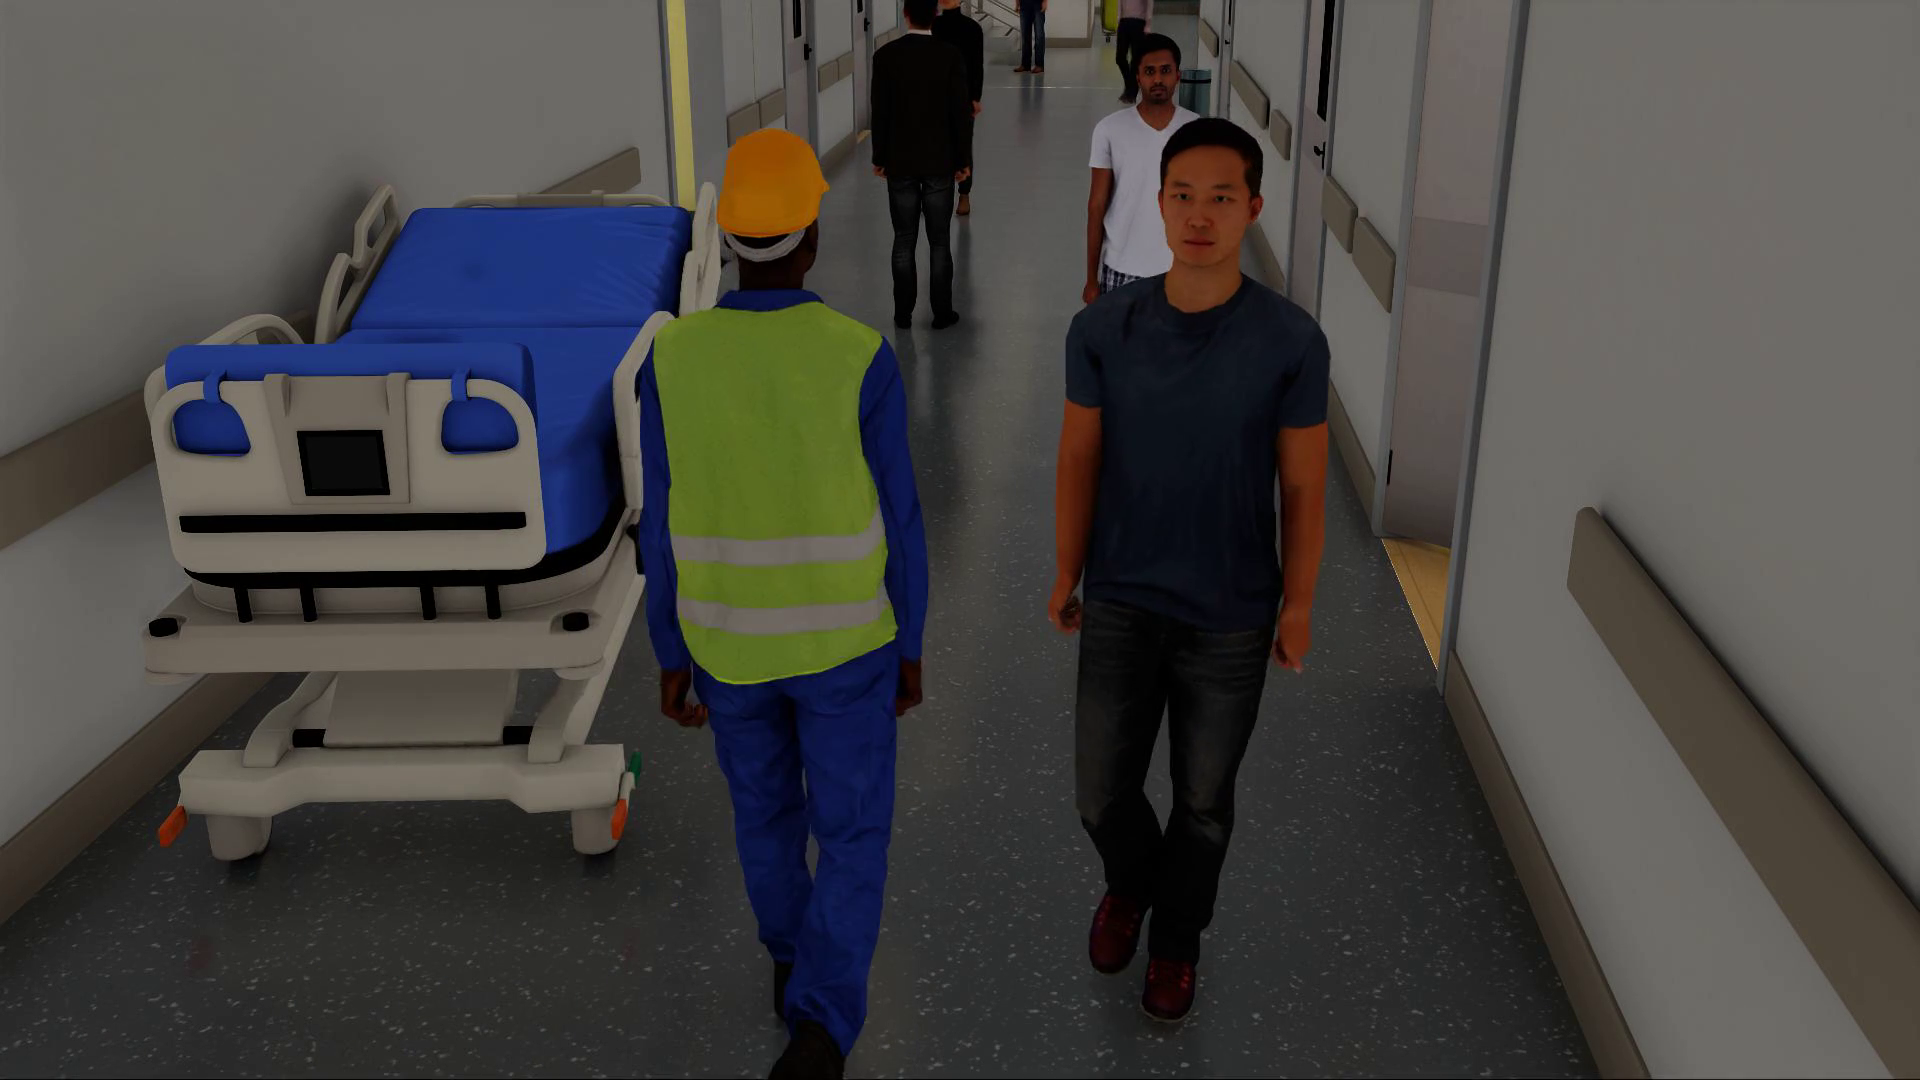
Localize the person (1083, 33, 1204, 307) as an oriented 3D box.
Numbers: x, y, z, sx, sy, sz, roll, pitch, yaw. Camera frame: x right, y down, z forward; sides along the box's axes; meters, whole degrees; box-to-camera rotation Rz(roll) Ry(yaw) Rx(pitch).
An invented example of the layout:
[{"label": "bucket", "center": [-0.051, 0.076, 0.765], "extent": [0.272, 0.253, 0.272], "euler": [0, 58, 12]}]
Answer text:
[{"label": "person", "center": [0.731, -1.055, 6.398], "extent": [0.499, 1.732, 0.729], "euler": [-1, 21, -3]}]

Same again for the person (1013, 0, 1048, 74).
[{"label": "person", "center": [1.031, -7.523, 23.302], "extent": [0.697, 1.856, 0.815], "euler": [15, 25, 34]}]

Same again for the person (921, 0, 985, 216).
[{"label": "person", "center": [-0.067, -3.308, 12.362], "extent": [0.565, 1.722, 0.753], "euler": [7, 22, 18]}]

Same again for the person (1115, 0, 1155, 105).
[{"label": "person", "center": [2.073, -6.034, 19.443], "extent": [0.721, 1.803, 0.821], "euler": [15, 25, 34]}]

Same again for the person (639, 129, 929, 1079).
[{"label": "person", "center": [-0.316, 0.213, 2.964], "extent": [1.013, 1.793, 0.757], "euler": [1, 21, 2]}]

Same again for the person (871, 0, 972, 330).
[{"label": "person", "center": [-0.211, -2.041, 8.903], "extent": [0.451, 1.802, 0.743], "euler": [1, 21, 4]}]

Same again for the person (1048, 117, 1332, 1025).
[{"label": "person", "center": [0.443, 0.078, 3.305], "extent": [0.607, 1.805, 0.764], "euler": [5, 21, 12]}]
